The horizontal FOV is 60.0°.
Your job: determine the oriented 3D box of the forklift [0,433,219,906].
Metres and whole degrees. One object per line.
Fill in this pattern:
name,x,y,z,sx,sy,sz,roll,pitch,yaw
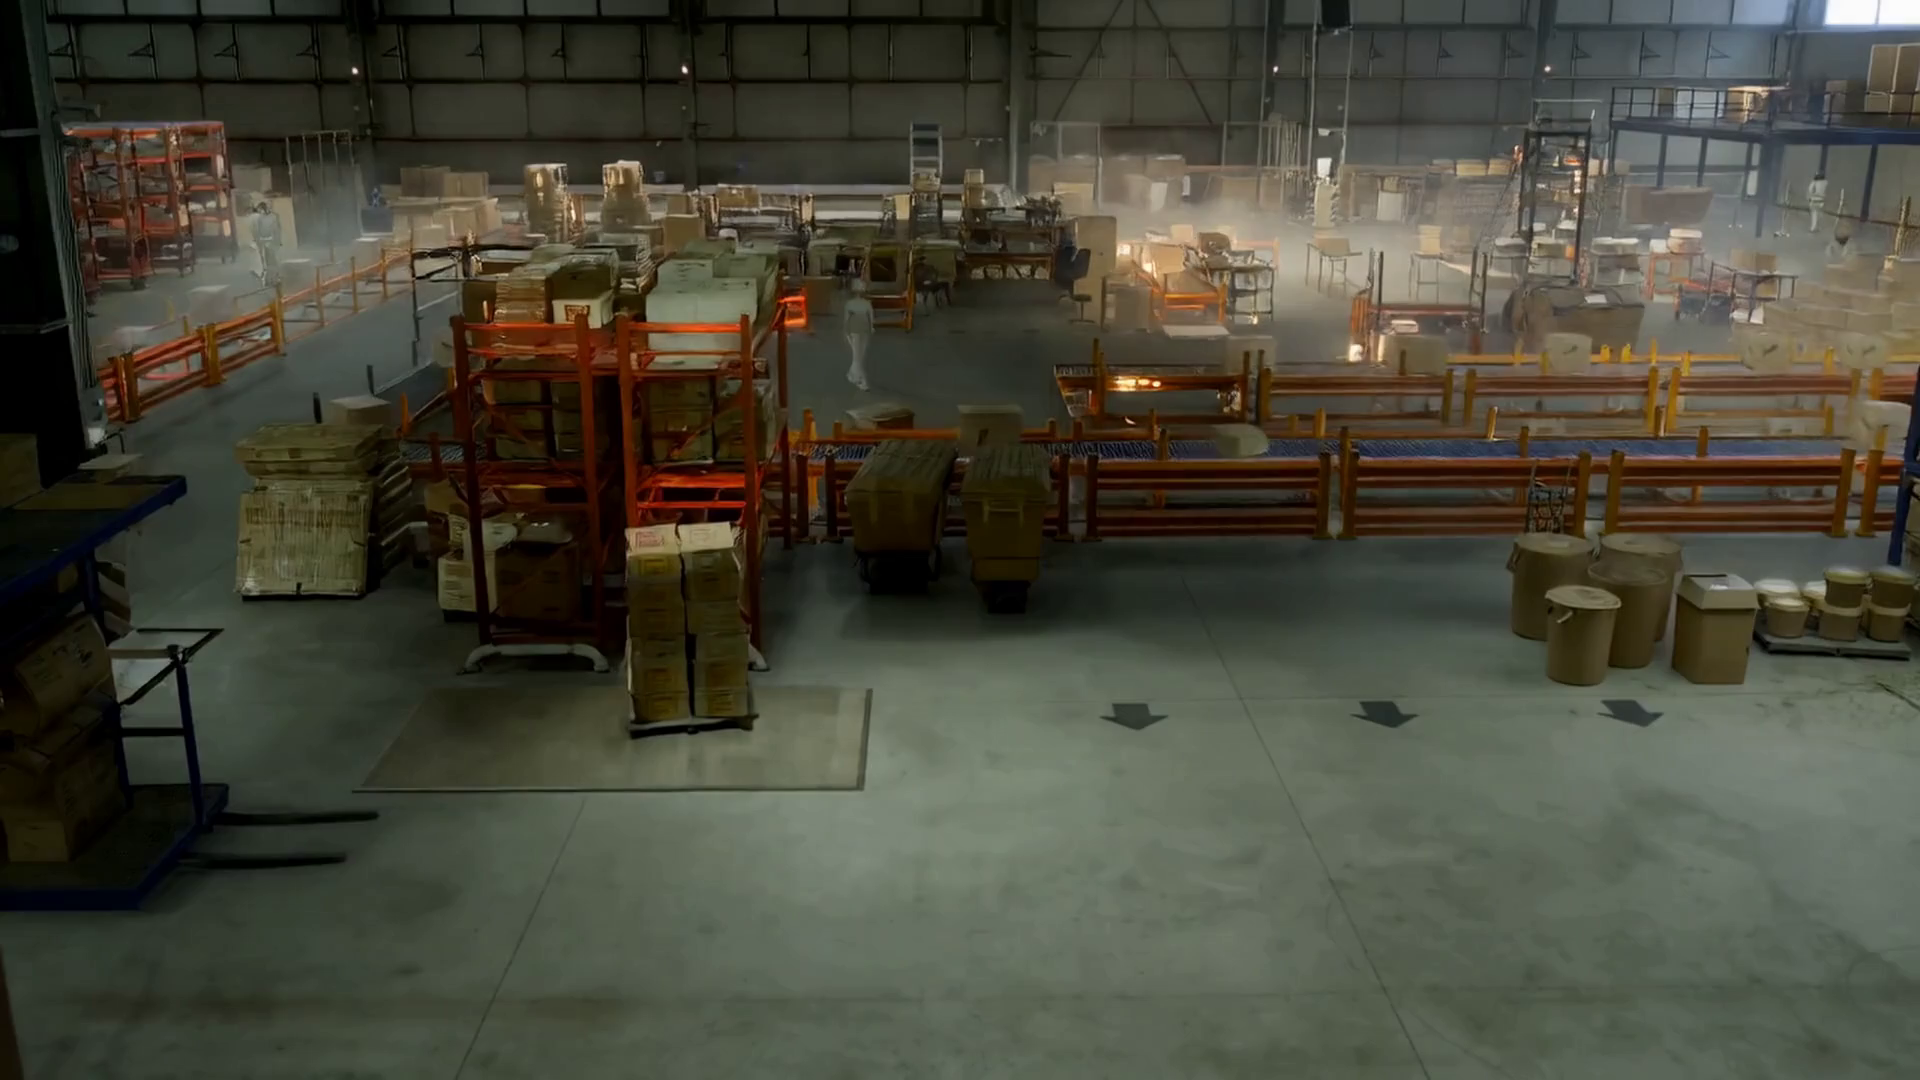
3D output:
forklift,-5.952,0.780,10.366,1.873,2.768,1.129,0,16,-1

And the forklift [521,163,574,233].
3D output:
forklift,-12.233,-10.122,49.298,1.157,1.987,2.680,0,16,-1

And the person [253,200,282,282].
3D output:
person,-16.394,-7.073,39.396,0.643,1.908,0.410,-3,16,-11

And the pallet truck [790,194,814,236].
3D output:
pallet truck,-4.814,-9.883,50.259,0.704,1.261,1.522,-1,16,-3

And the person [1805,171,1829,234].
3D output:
person,26.008,-10.268,50.565,0.615,1.867,0.525,0,16,0

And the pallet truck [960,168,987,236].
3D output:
pallet truck,0.383,-10.230,50.206,0.823,1.965,1.885,-1,16,-3

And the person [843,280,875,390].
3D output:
person,-1.648,-3.317,26.654,0.530,1.732,0.873,-9,19,-30

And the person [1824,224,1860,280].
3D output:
person,17.359,-5.226,32.808,0.618,2.013,0.943,11,19,33

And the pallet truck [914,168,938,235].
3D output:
pallet truck,-0.989,-10.316,50.507,0.823,1.965,1.885,1,16,3

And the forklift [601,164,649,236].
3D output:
forklift,-9.948,-10.127,49.296,1.157,1.987,2.680,-1,16,-3

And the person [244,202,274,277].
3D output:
person,-17.036,-7.303,40.429,0.594,1.786,0.948,5,17,15

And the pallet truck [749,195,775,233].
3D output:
pallet truck,-6.051,-9.967,50.660,0.680,1.201,1.601,0,16,-1

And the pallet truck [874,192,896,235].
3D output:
pallet truck,-2.277,-9.986,50.594,0.653,1.274,1.630,0,16,-1
